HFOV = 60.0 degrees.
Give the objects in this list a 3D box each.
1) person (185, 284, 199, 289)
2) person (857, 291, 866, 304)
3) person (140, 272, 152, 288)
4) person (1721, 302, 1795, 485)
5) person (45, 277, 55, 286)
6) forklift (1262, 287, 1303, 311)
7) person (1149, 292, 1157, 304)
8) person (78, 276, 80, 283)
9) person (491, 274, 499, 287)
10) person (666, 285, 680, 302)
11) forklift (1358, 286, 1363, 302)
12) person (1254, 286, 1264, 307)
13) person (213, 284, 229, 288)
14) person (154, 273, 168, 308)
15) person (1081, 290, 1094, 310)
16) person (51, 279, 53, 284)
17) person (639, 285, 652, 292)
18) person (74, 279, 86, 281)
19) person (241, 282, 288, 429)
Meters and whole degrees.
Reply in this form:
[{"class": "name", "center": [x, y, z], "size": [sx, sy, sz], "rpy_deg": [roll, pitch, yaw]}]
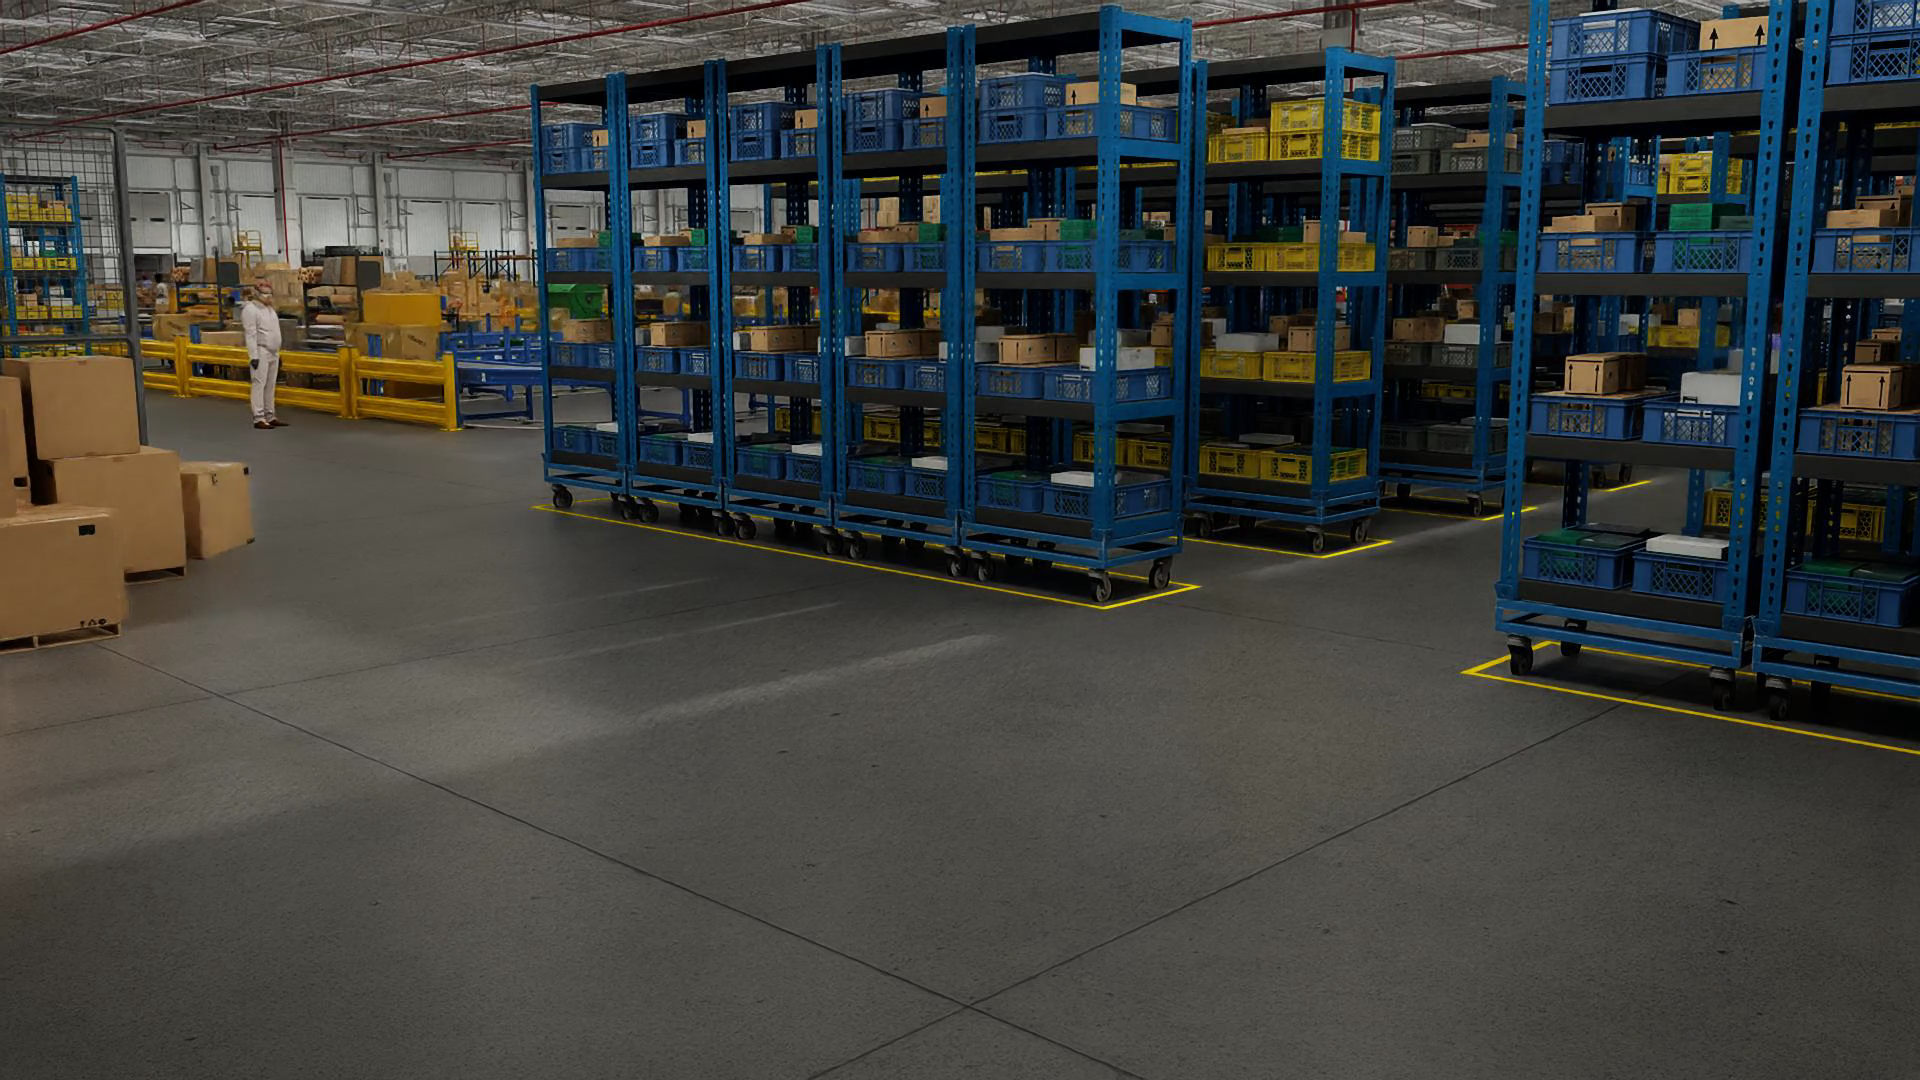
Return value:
[{"class": "person", "center": [-34.271, -10.961, 74.200], "size": [0.628, 1.892, 1.037], "rpy_deg": [4, 10, 22]}, {"class": "person", "center": [-4.131, -9.883, 68.154], "size": [0.531, 1.697, 0.320], "rpy_deg": [-4, 10, -21]}, {"class": "person", "center": [-37.253, -11.295, 76.096], "size": [0.567, 1.925, 0.424], "rpy_deg": [1, 9, 6]}, {"class": "person", "center": [6.832, -1.115, 14.092], "size": [0.945, 1.805, 0.580], "rpy_deg": [-4, 10, -21]}, {"class": "person", "center": [-29.056, -7.539, 53.152], "size": [0.593, 1.905, 0.477], "rpy_deg": [5, 10, 27]}, {"class": "forklift", "center": [10.769, -8.203, 54.240], "size": [1.129, 2.768, 1.873], "rpy_deg": [8, 12, 42]}, {"class": "person", "center": [5.727, -6.857, 49.603], "size": [0.321, 1.697, 0.535], "rpy_deg": [-1, 9, -6]}, {"class": "person", "center": [-34.444, -9.498, 65.352], "size": [0.530, 1.837, 0.837], "rpy_deg": [3, 10, 17]}, {"class": "person", "center": [-22.721, -12.032, 80.918], "size": [0.983, 1.831, 0.588], "rpy_deg": [4, 10, 24]}, {"class": "person", "center": [-8.976, -7.221, 52.140], "size": [0.835, 1.599, 0.501], "rpy_deg": [8, 12, 39]}, {"class": "forklift", "center": [11.100, -7.017, 46.970], "size": [1.873, 2.768, 1.129], "rpy_deg": [9, 13, 43]}, {"class": "person", "center": [4.694, -3.239, 26.812], "size": [0.877, 1.893, 0.633], "rpy_deg": [-1, 9, -4]}, {"class": "person", "center": [-26.503, -8.634, 59.758], "size": [0.551, 1.940, 0.352], "rpy_deg": [-3, 10, -17]}, {"class": "person", "center": [-26.326, -7.794, 54.620], "size": [0.637, 1.930, 0.635], "rpy_deg": [-1, 9, -8]}, {"class": "person", "center": [2.390, -4.057, 32.336], "size": [0.519, 1.731, 0.884], "rpy_deg": [6, 11, 32]}, {"class": "person", "center": [-44.327, -12.091, 81.086], "size": [0.781, 1.901, 0.591], "rpy_deg": [-2, 9, -10]}, {"class": "person", "center": [-12.238, -9.483, 65.123], "size": [0.563, 1.879, 1.008], "rpy_deg": [7, 11, 35]}, {"class": "person", "center": [-45.080, -12.825, 85.317], "size": [0.407, 1.983, 0.612], "rpy_deg": [5, 10, 26]}, {"class": "person", "center": [-9.036, -2.399, 21.654], "size": [0.406, 1.902, 0.637], "rpy_deg": [1, 9, 7]}]
